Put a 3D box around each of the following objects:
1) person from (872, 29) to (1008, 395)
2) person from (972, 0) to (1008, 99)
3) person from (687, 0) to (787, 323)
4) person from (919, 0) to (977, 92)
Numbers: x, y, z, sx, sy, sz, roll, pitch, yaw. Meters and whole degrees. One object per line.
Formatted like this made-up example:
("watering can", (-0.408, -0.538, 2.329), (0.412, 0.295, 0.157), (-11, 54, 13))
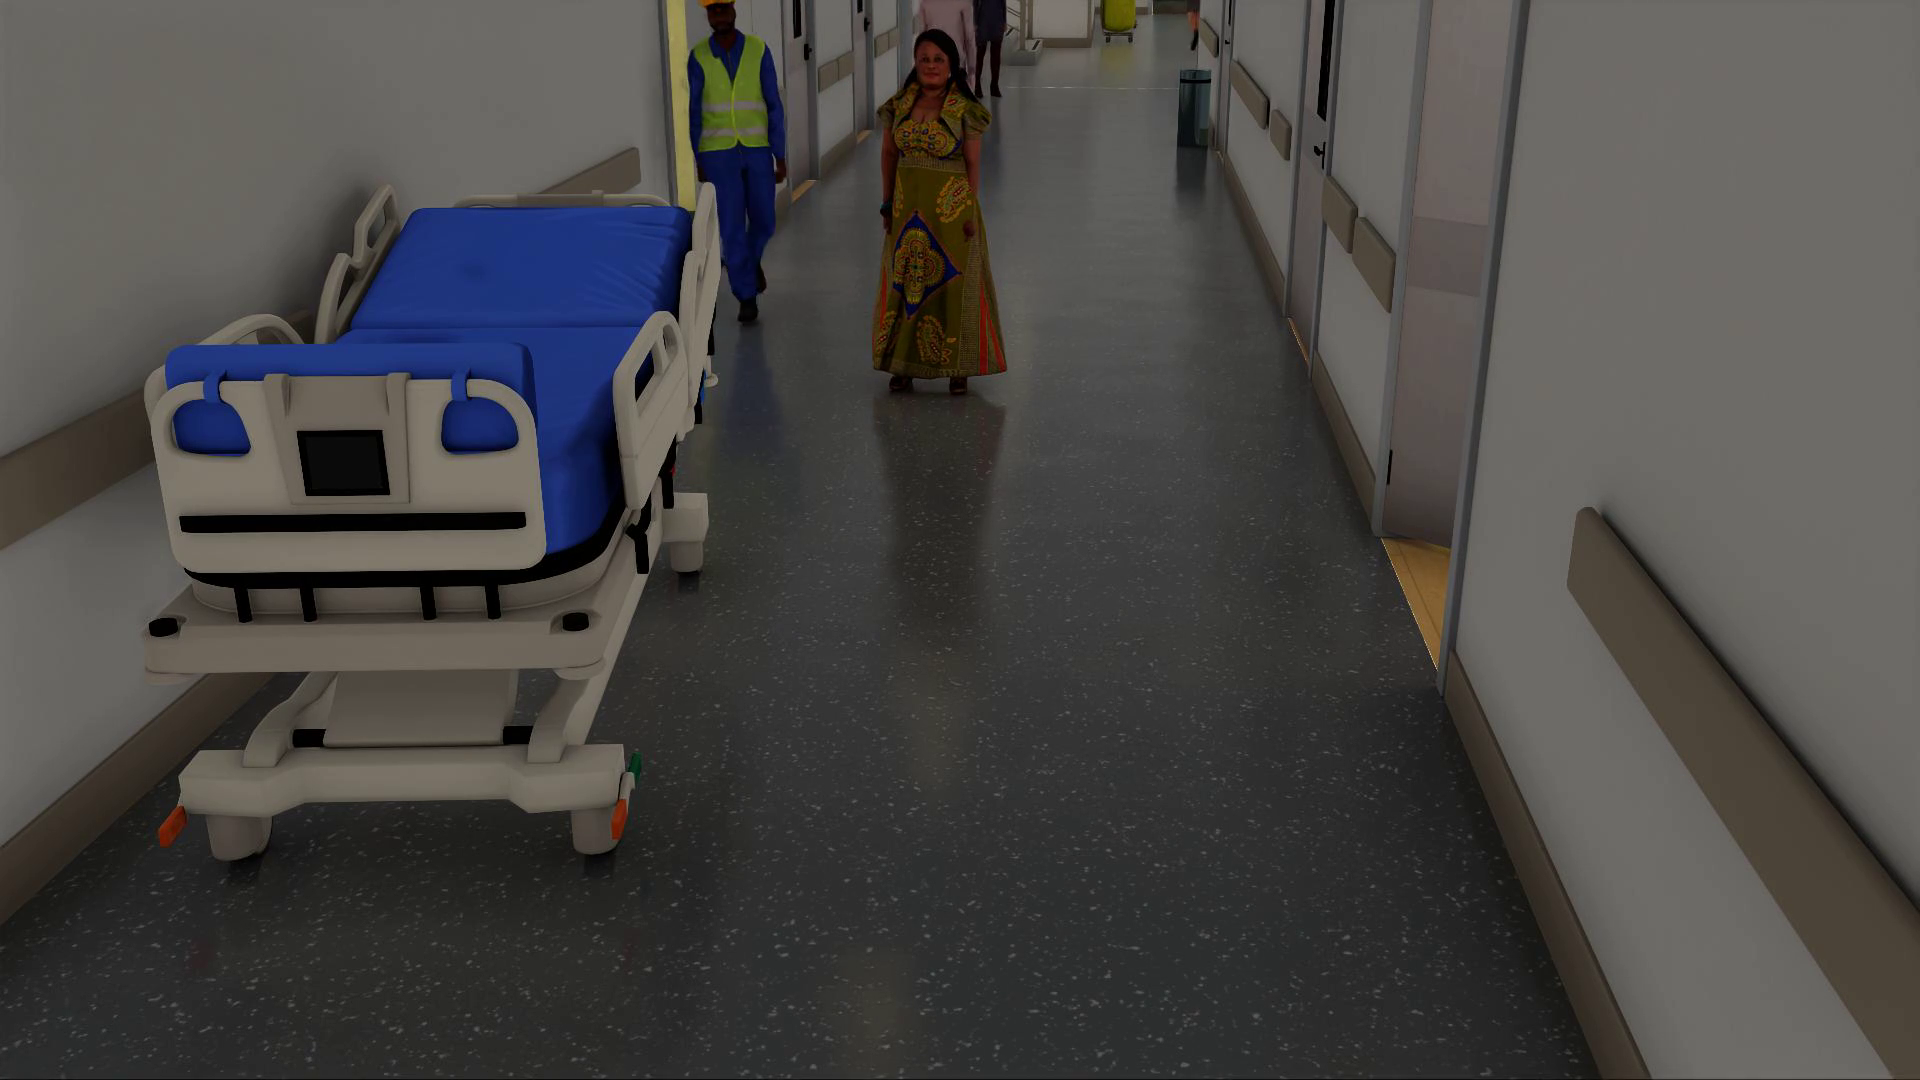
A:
("person", (-0.127, -1.519, 7.726), (0.741, 1.659, 0.939), (4, 21, 11))
("person", (0.355, -6.243, 20.129), (0.572, 1.710, 0.718), (-6, 22, -16))
("person", (-1.229, -2.126, 9.142), (0.930, 1.791, 0.899), (-5, 21, -13))
("person", (-0.141, -3.778, 13.514), (1.076, 1.785, 0.861), (7, 22, 17))
